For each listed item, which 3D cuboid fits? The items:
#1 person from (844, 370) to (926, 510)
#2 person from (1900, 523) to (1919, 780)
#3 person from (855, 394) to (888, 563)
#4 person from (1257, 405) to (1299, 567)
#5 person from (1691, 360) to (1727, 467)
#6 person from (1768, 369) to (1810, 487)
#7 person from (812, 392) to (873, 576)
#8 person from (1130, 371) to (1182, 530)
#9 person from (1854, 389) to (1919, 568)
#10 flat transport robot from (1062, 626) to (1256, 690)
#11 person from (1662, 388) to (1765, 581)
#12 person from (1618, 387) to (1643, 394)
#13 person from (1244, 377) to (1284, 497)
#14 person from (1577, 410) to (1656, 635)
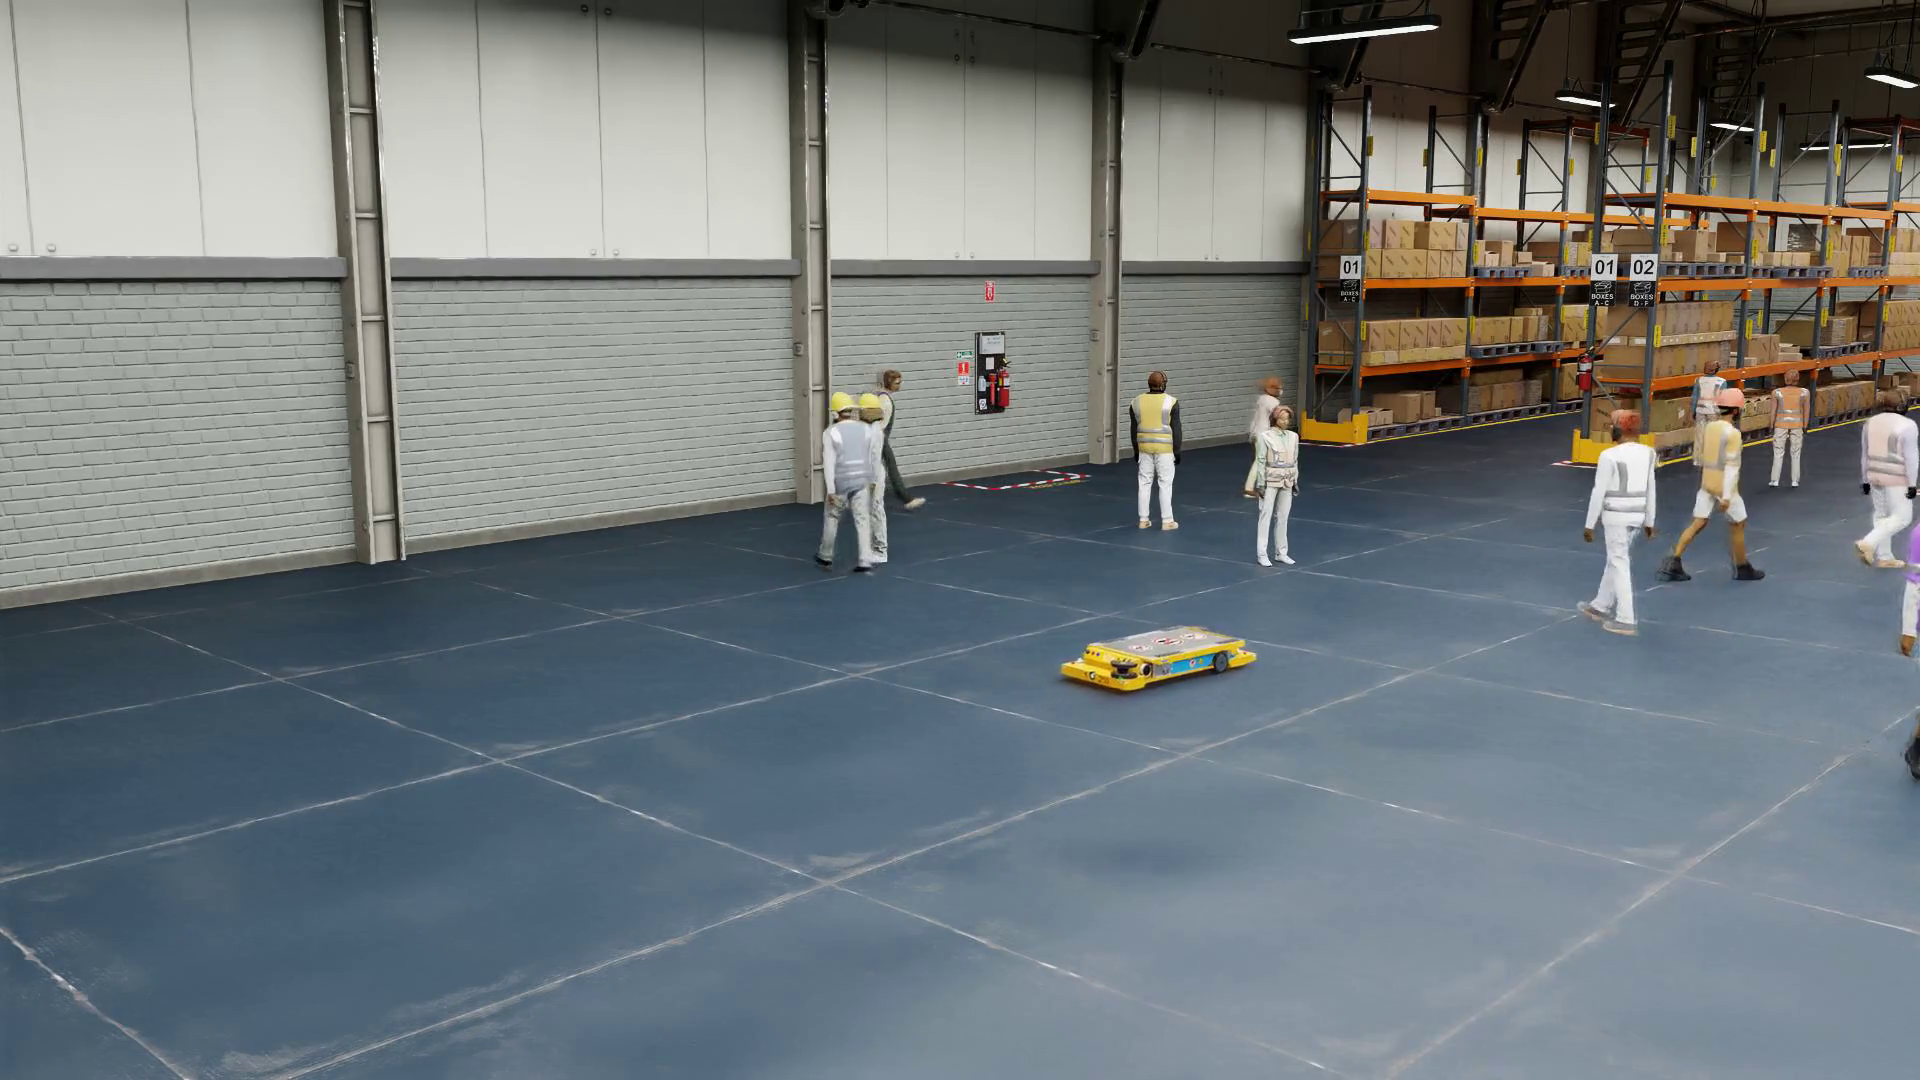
[{"bbox_3d":[-1.000,-1.235,20.748,1.068,1.774,0.545,-2,10,-13],"label":"person"},{"bbox_3d":[5.798,0.501,9.680,0.559,1.917,0.440,-1,9,-8],"label":"person"},{"bbox_3d":[-0.915,-0.637,17.139,0.324,1.743,0.491,-1,9,-4],"label":"person"},{"bbox_3d":[3.232,-0.554,16.950,0.513,1.641,0.307,-5,11,-29],"label":"person"},{"bbox_3d":[11.361,-1.913,25.231,0.306,1.639,0.524,-9,13,-42],"label":"person"},{"bbox_3d":[11.427,-1.537,22.944,0.514,1.641,0.309,3,10,17],"label":"person"},{"bbox_3d":[-1.166,-0.561,16.511,0.595,1.797,0.879,-6,11,-31],"label":"person"},{"bbox_3d":[2.282,-1.034,19.265,0.627,1.844,0.429,5,11,28],"label":"person"},{"bbox_3d":[9.263,-0.596,16.626,0.607,1.829,0.641,-2,10,-13],"label":"person"},{"bbox_3d":[1.504,0.866,12.456,1.431,0.197,0.652,-8,12,-39],"label":"flat transport robot"},{"bbox_3d":[7.304,-0.524,16.032,1.019,1.896,0.548,-2,10,-12],"label":"person"},{"bbox_3d":[11.998,-2.706,29.711,0.337,1.760,0.526,-7,11,-35],"label":"person"},{"bbox_3d":[4.021,-1.350,21.917,0.611,1.596,0.517,-2,9,-10],"label":"person"},{"bbox_3d":[5.442,-0.171,13.964,0.611,1.853,0.828,-5,10,-26],"label":"person"}]
